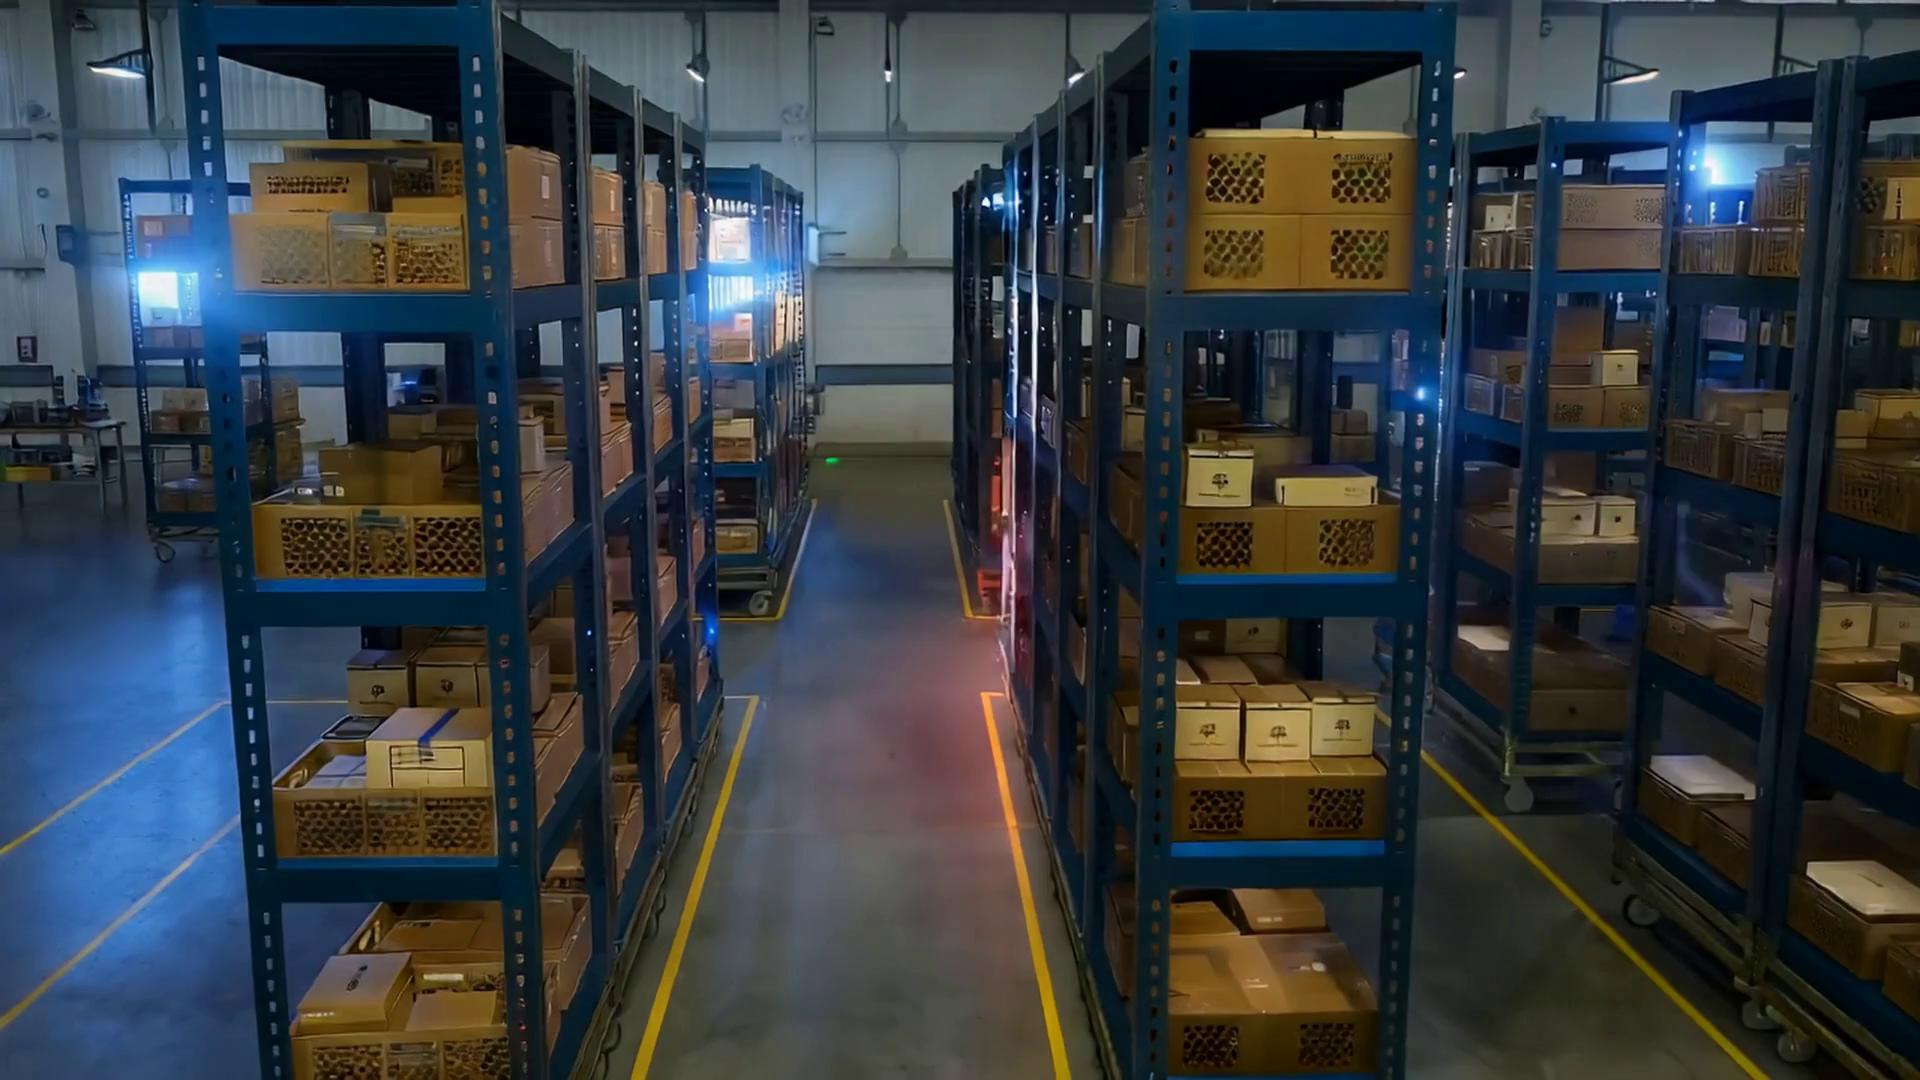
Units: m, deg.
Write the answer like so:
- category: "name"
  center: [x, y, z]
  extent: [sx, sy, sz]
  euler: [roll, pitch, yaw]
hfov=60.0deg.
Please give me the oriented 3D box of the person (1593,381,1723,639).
- category: "person"
  center: [5.369, -0.205, 12.478]
  extent: [0.978, 2.008, 0.605]
  euler: [1, 10, 3]
